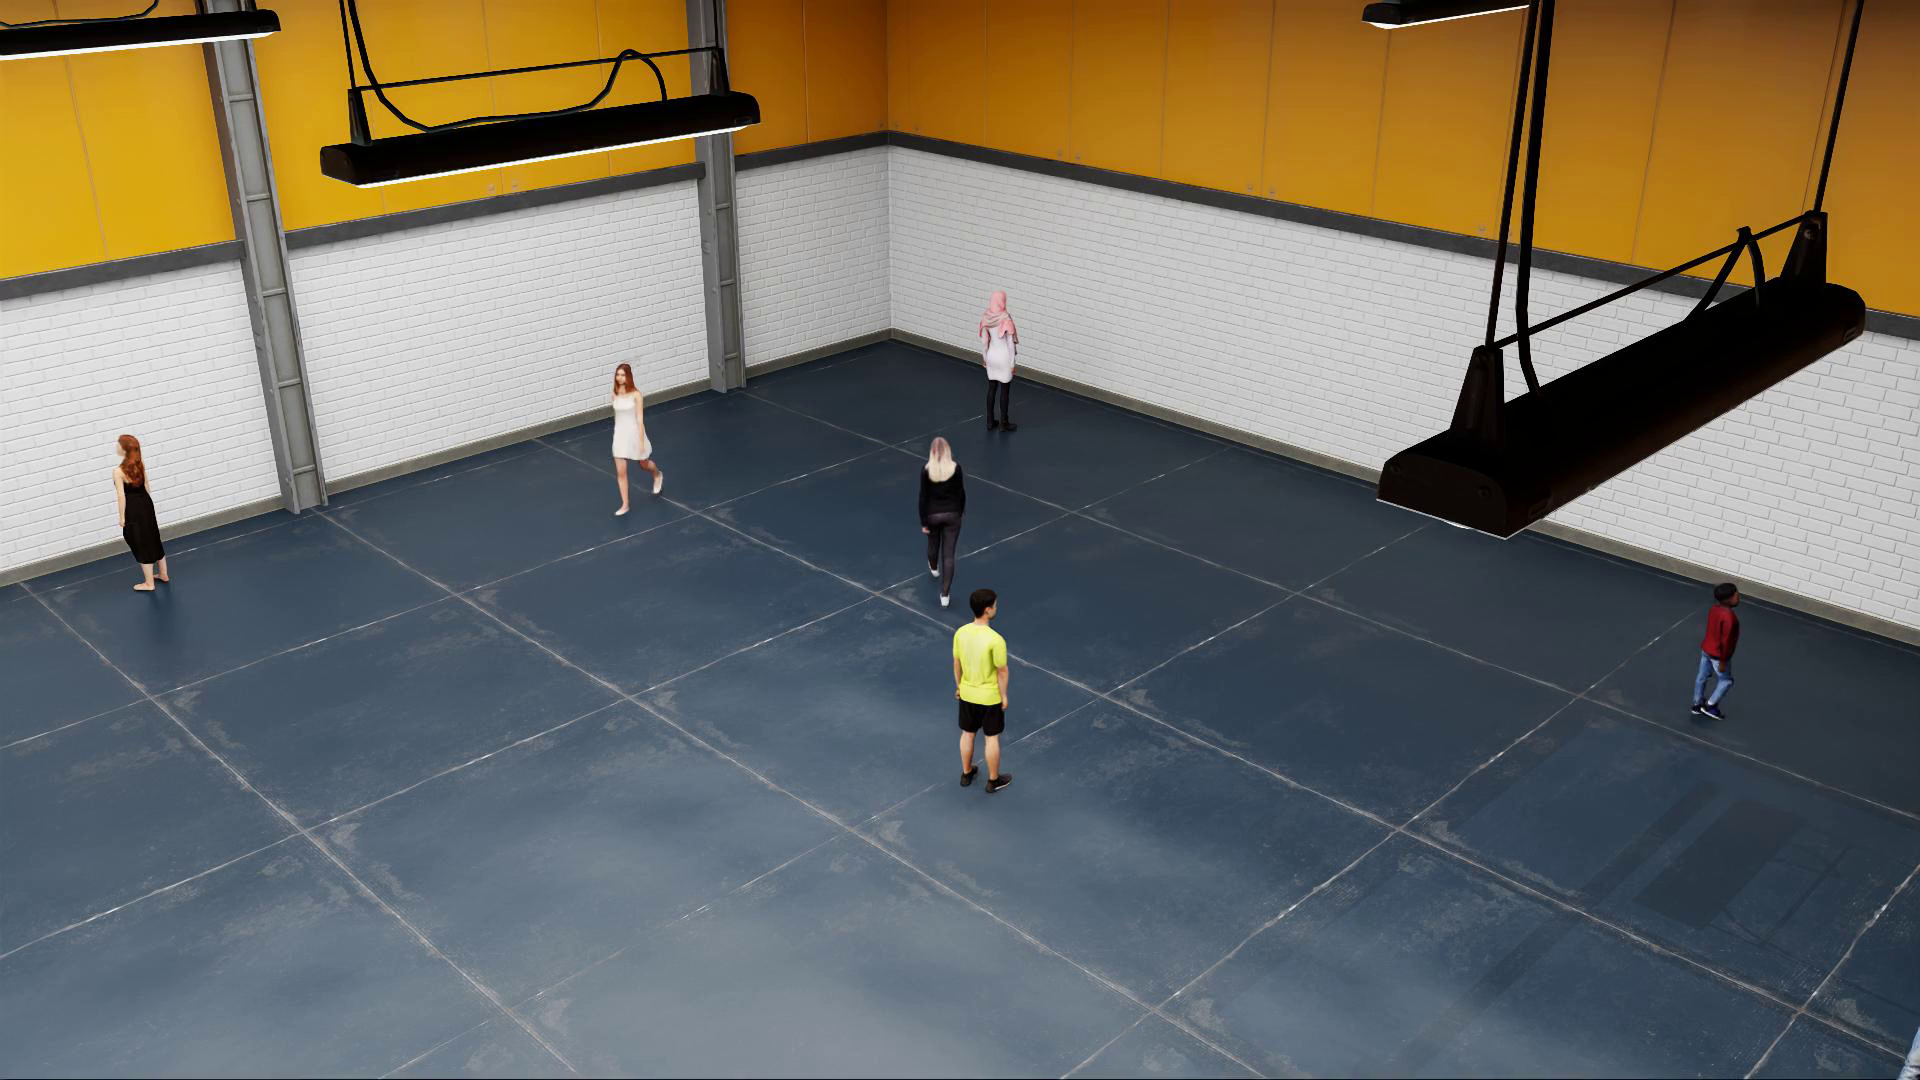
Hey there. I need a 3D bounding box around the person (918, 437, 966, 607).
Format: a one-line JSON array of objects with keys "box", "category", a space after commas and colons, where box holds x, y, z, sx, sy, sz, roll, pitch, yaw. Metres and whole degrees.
[{"box": [-0.160, -0.147, 16.235, 1.108, 1.641, 1.158, 0, 24, -1], "category": "person"}]

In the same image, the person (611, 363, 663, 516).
[{"box": [-3.617, -1.164, 18.512, 0.903, 1.680, 1.191, 8, 25, 17], "category": "person"}]

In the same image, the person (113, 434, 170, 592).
[{"box": [-8.183, -0.283, 16.566, 0.728, 1.625, 0.647, 7, 25, 16], "category": "person"}]

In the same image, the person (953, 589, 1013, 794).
[{"box": [0.166, 1.186, 13.103, 0.669, 1.706, 0.619, 13, 27, 28], "category": "person"}]

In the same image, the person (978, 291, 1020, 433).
[{"box": [0.492, -2.247, 20.835, 0.672, 1.804, 0.643, 16, 28, 32], "category": "person"}]

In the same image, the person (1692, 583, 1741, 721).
[{"box": [6.416, 0.947, 14.218, 0.640, 1.250, 0.589, -1, 24, -3], "category": "person"}]
